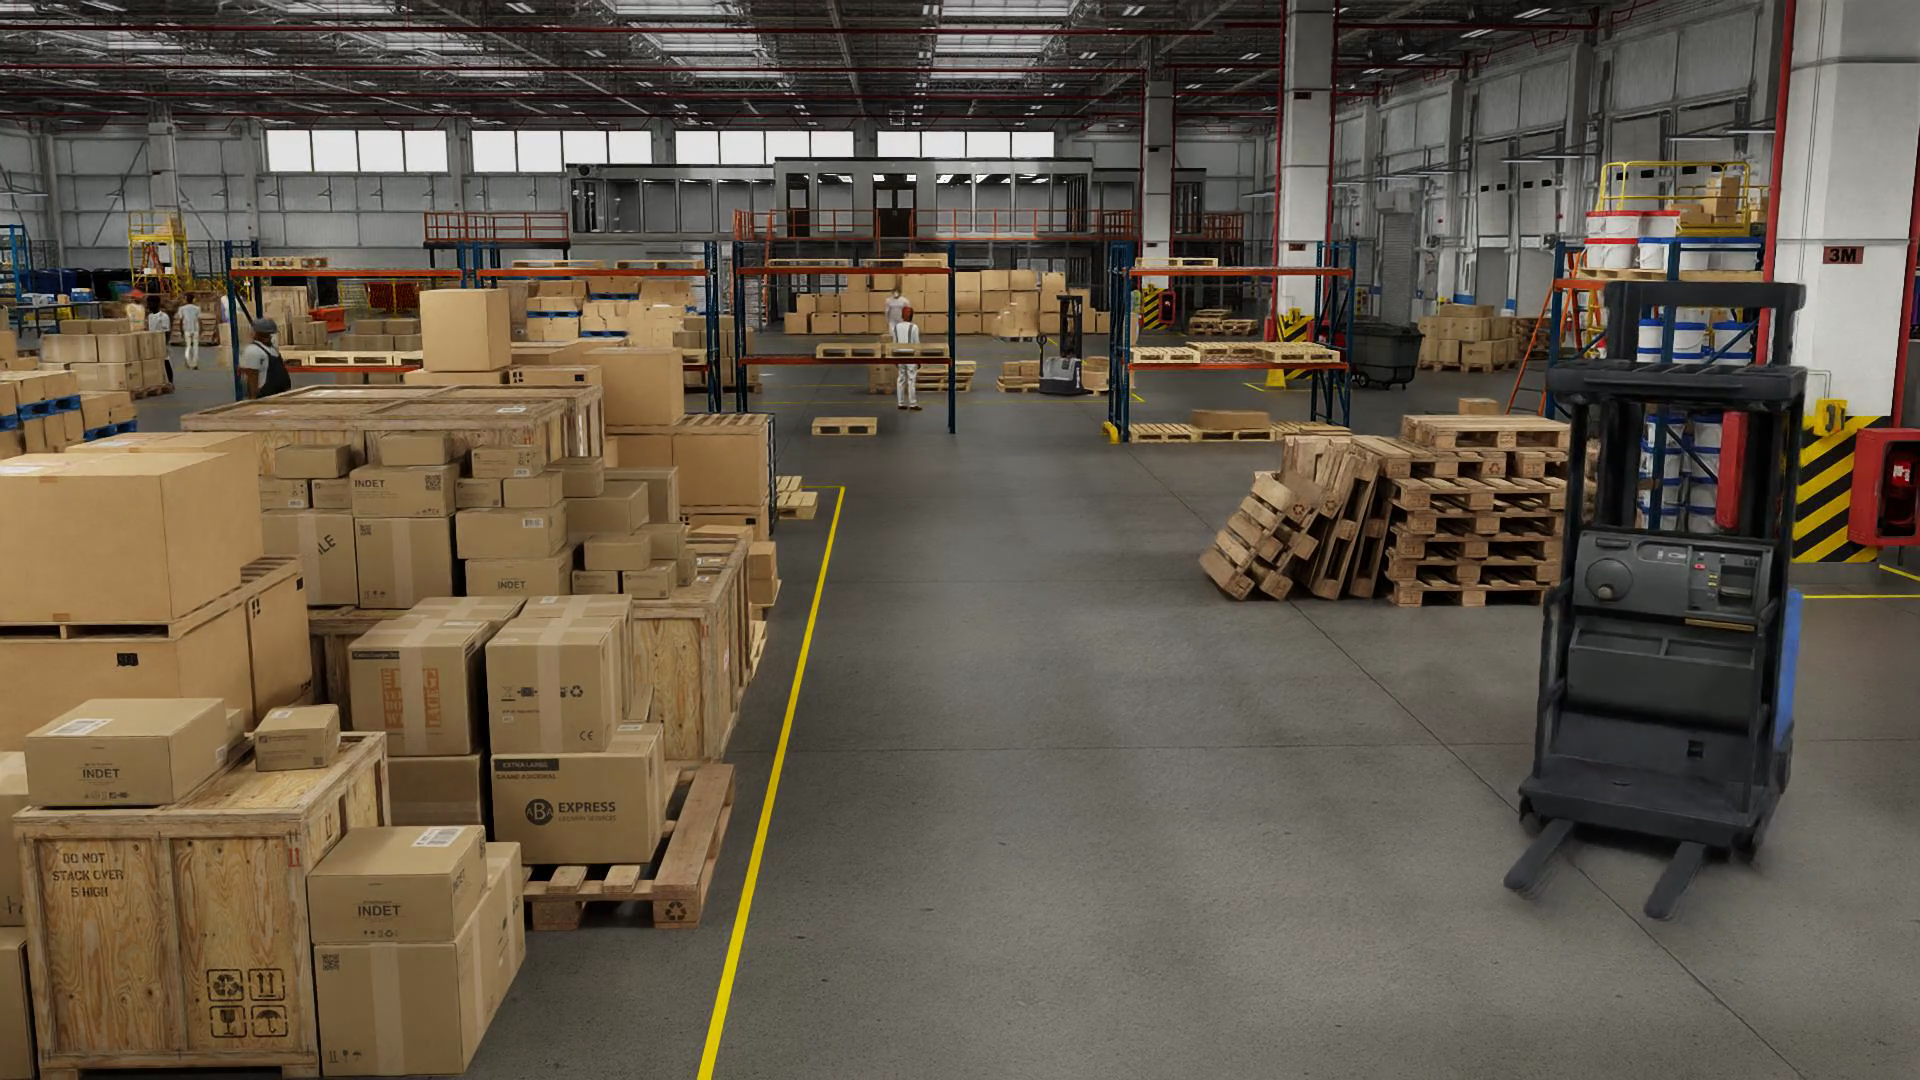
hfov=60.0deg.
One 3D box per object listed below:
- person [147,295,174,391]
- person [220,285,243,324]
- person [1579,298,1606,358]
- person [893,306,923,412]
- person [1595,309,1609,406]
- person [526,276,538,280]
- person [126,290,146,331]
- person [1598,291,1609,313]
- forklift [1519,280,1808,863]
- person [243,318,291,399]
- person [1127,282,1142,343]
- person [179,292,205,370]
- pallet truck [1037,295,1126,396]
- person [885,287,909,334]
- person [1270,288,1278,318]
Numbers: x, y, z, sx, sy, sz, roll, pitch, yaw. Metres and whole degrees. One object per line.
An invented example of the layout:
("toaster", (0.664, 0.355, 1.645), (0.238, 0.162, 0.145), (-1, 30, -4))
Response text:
("person", (-16.215, -3.975, 33.675), (0.612, 1.962, 0.367), (6, 12, 32))
("person", (-19.834, -6.043, 45.378), (0.594, 1.900, 0.548), (-2, 10, -13))
("person", (14.540, -4.728, 38.324), (0.637, 1.814, 0.895), (6, 12, 31))
("person", (-0.936, -3.234, 29.773), (0.572, 1.885, 0.356), (7, 12, 35))
("person", (11.993, -3.410, 30.664), (0.585, 1.917, 0.381), (-2, 10, -9))
("person", (-18.491, -10.760, 71.866), (0.505, 1.831, 0.414), (-2, 10, -9))
("person", (-19.341, -4.948, 39.284), (0.932, 1.894, 0.569), (5, 11, 24))
("person", (16.072, -5.353, 41.316), (0.406, 1.986, 0.620), (-8, 13, -38))
("forklift", (3.870, 0.019, 8.874), (1.129, 2.768, 1.873), (6, 12, 32))
("person", (-9.224, -1.964, 22.264), (0.536, 2.000, 0.698), (0, 10, 2))
("person", (5.174, -6.787, 49.700), (0.429, 1.840, 0.624), (5, 11, 26))
("person", (-18.197, -4.938, 39.402), (0.517, 1.843, 0.436), (-2, 10, -12))
("pallet truck", (2.483, -3.881, 33.060), (1.885, 1.965, 0.823), (-7, 13, -36))
("person", (-1.619, -5.608, 43.044), (0.640, 1.879, 1.094), (1, 10, 6))
("person", (8.514, -5.870, 44.687), (0.532, 1.824, 0.872), (-4, 11, -21))
